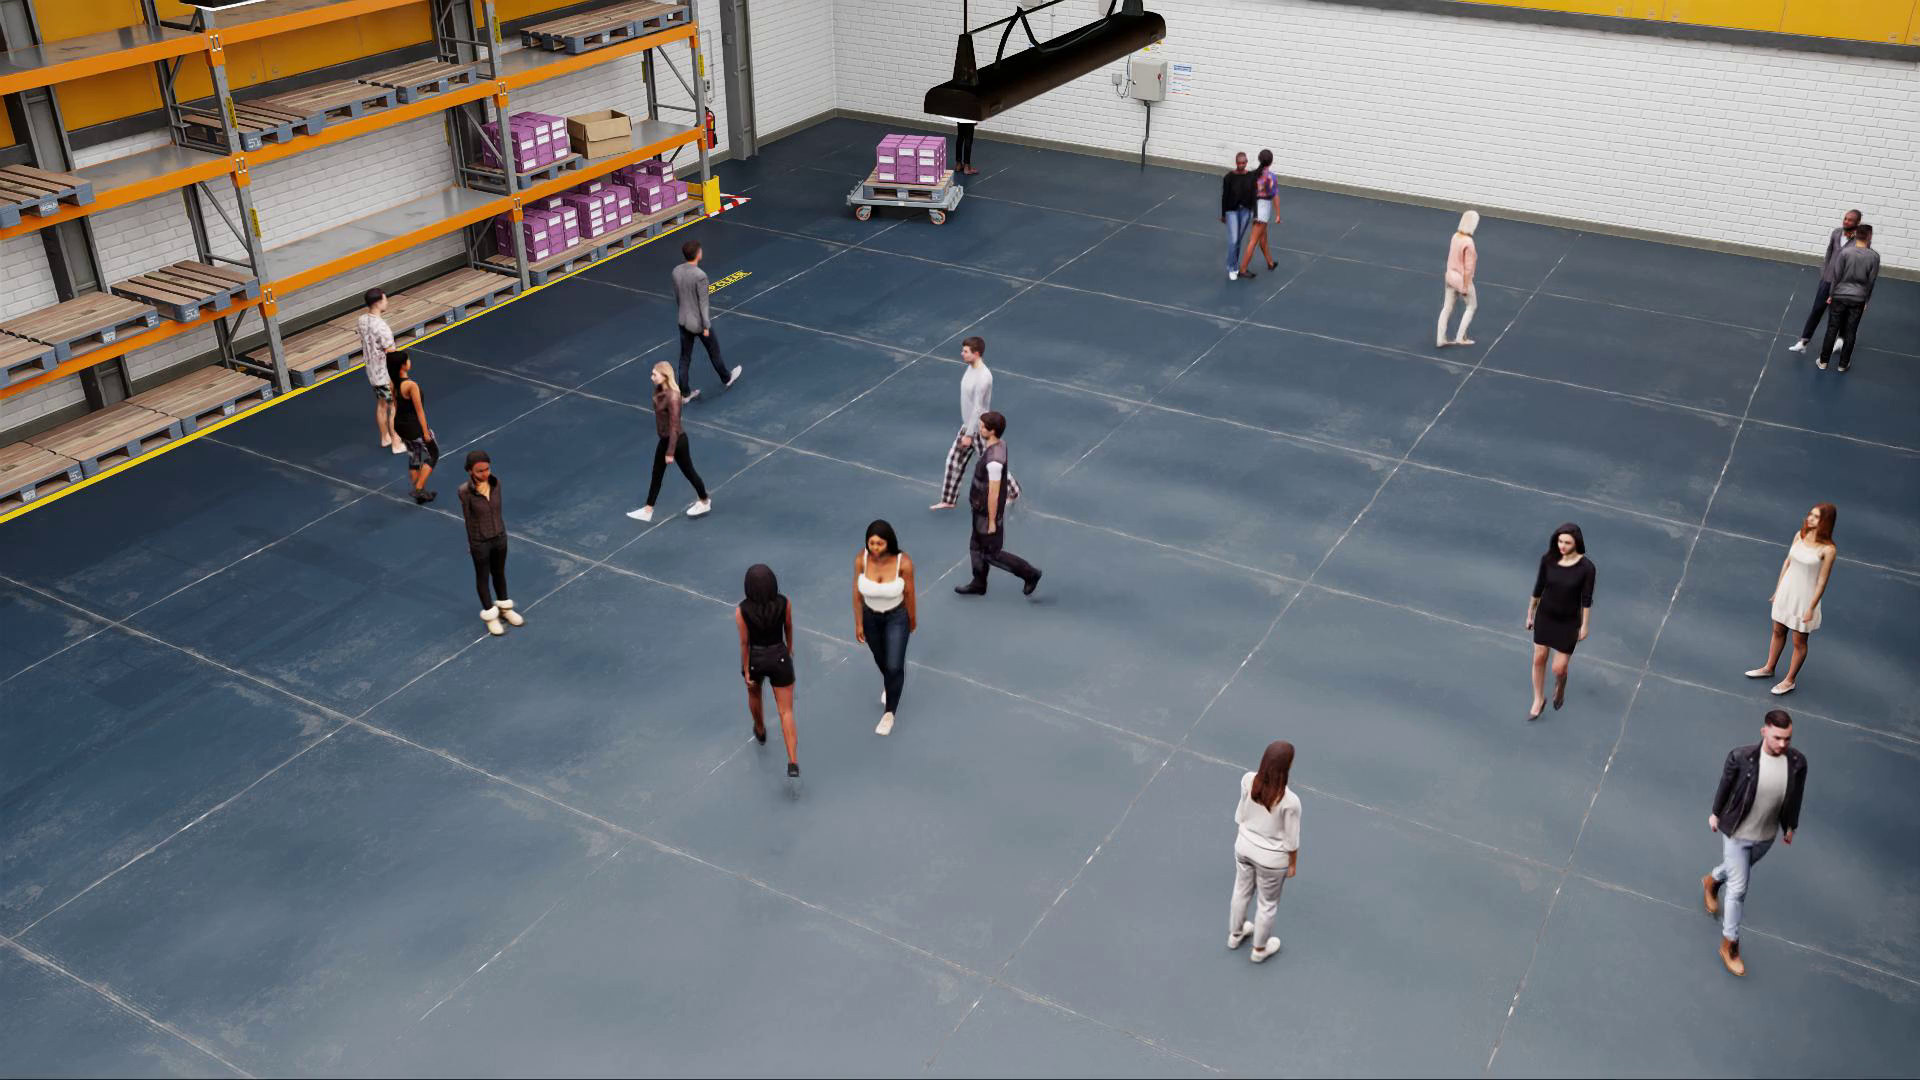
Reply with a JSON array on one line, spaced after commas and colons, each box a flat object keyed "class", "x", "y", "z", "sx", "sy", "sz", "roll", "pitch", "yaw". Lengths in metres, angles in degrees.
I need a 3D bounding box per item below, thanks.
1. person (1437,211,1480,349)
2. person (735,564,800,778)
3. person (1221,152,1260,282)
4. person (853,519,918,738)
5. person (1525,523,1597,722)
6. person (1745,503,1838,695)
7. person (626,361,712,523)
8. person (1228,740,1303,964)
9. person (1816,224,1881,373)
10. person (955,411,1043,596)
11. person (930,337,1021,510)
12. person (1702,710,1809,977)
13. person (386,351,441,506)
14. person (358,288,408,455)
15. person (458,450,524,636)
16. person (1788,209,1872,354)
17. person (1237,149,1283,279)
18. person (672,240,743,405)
[{"class": "person", "x": 5.975, "y": -3.137, "z": 20.151, "sx": 0.863, "sy": 1.712, "sz": 0.800, "roll": -9, "pitch": 30, "yaw": -16}, {"class": "person", "x": -1.421, "y": 1.015, "z": 12.552, "sx": 1.134, "sy": 1.700, "sz": 1.190, "roll": -7, "pitch": 29, "yaw": -13}, {"class": "person", "x": 3.735, "y": -4.428, "z": 22.503, "sx": 0.841, "sy": 1.725, "sz": 0.908, "roll": -6, "pitch": 29, "yaw": -10}, {"class": "person", "x": -0.584, "y": 0.587, "z": 13.262, "sx": 0.795, "sy": 1.772, "sz": 1.133, "roll": 8, "pitch": 30, "yaw": 14}, {"class": "person", "x": 4.758, "y": 0.645, "z": 13.139, "sx": 0.682, "sy": 1.787, "sz": 0.720, "roll": 22, "pitch": 36, "yaw": 35}, {"class": "person", "x": 6.850, "y": 0.456, "z": 13.565, "sx": 0.696, "sy": 1.711, "sz": 0.649, "roll": -10, "pitch": 30, "yaw": -18}, {"class": "person", "x": -2.706, "y": -0.941, "z": 16.186, "sx": 1.174, "sy": 1.653, "sz": 0.986, "roll": -15, "pitch": 32, "yaw": -26}, {"class": "person", "x": 1.958, "y": 2.008, "z": 10.746, "sx": 0.642, "sy": 1.686, "sz": 0.600, "roll": 22, "pitch": 35, "yaw": 34}, {"class": "person", "x": 10.465, "y": -2.848, "z": 19.570, "sx": 0.623, "sy": 1.761, "sz": 0.552, "roll": 13, "pitch": 31, "yaw": 23}, {"class": "person", "x": 0.355, "y": -0.279, "z": 14.790, "sx": 1.005, "sy": 1.829, "sz": 1.071, "roll": 1, "pitch": 29, "yaw": 2}, {"class": "person", "x": 0.254, "y": -1.101, "z": 16.322, "sx": 1.207, "sy": 1.804, "sz": 1.088, "roll": -10, "pitch": 30, "yaw": -17}, {"class": "person", "x": 5.159, "y": 1.848, "z": 10.911, "sx": 1.012, "sy": 1.809, "sz": 1.225, "roll": 1, "pitch": 29, "yaw": 2}, {"class": "person", "x": -5.475, "y": -1.086, "z": 16.450, "sx": 0.606, "sy": 1.655, "sz": 0.593, "roll": 18, "pitch": 33, "yaw": 30}, {"class": "person", "x": -6.108, "y": -1.788, "z": 17.575, "sx": 0.712, "sy": 1.811, "sz": 0.636, "roll": 23, "pitch": 36, "yaw": 35}, {"class": "person", "x": -4.120, "y": -0.015, "z": 14.477, "sx": 0.685, "sy": 1.663, "sz": 0.621, "roll": 3, "pitch": 29, "yaw": 6}, {"class": "person", "x": 10.623, "y": -3.074, "z": 19.974, "sx": 1.250, "sy": 1.772, "sz": 1.067, "roll": -15, "pitch": 32, "yaw": -26}, {"class": "person", "x": 3.964, "y": -4.360, "z": 22.403, "sx": 1.110, "sy": 1.702, "sz": 0.928, "roll": -17, "pitch": 33, "yaw": -28}, {"class": "person", "x": -3.035, "y": -2.407, "z": 18.687, "sx": 0.731, "sy": 1.833, "sz": 1.099, "roll": 17, "pitch": 33, "yaw": 28}]
